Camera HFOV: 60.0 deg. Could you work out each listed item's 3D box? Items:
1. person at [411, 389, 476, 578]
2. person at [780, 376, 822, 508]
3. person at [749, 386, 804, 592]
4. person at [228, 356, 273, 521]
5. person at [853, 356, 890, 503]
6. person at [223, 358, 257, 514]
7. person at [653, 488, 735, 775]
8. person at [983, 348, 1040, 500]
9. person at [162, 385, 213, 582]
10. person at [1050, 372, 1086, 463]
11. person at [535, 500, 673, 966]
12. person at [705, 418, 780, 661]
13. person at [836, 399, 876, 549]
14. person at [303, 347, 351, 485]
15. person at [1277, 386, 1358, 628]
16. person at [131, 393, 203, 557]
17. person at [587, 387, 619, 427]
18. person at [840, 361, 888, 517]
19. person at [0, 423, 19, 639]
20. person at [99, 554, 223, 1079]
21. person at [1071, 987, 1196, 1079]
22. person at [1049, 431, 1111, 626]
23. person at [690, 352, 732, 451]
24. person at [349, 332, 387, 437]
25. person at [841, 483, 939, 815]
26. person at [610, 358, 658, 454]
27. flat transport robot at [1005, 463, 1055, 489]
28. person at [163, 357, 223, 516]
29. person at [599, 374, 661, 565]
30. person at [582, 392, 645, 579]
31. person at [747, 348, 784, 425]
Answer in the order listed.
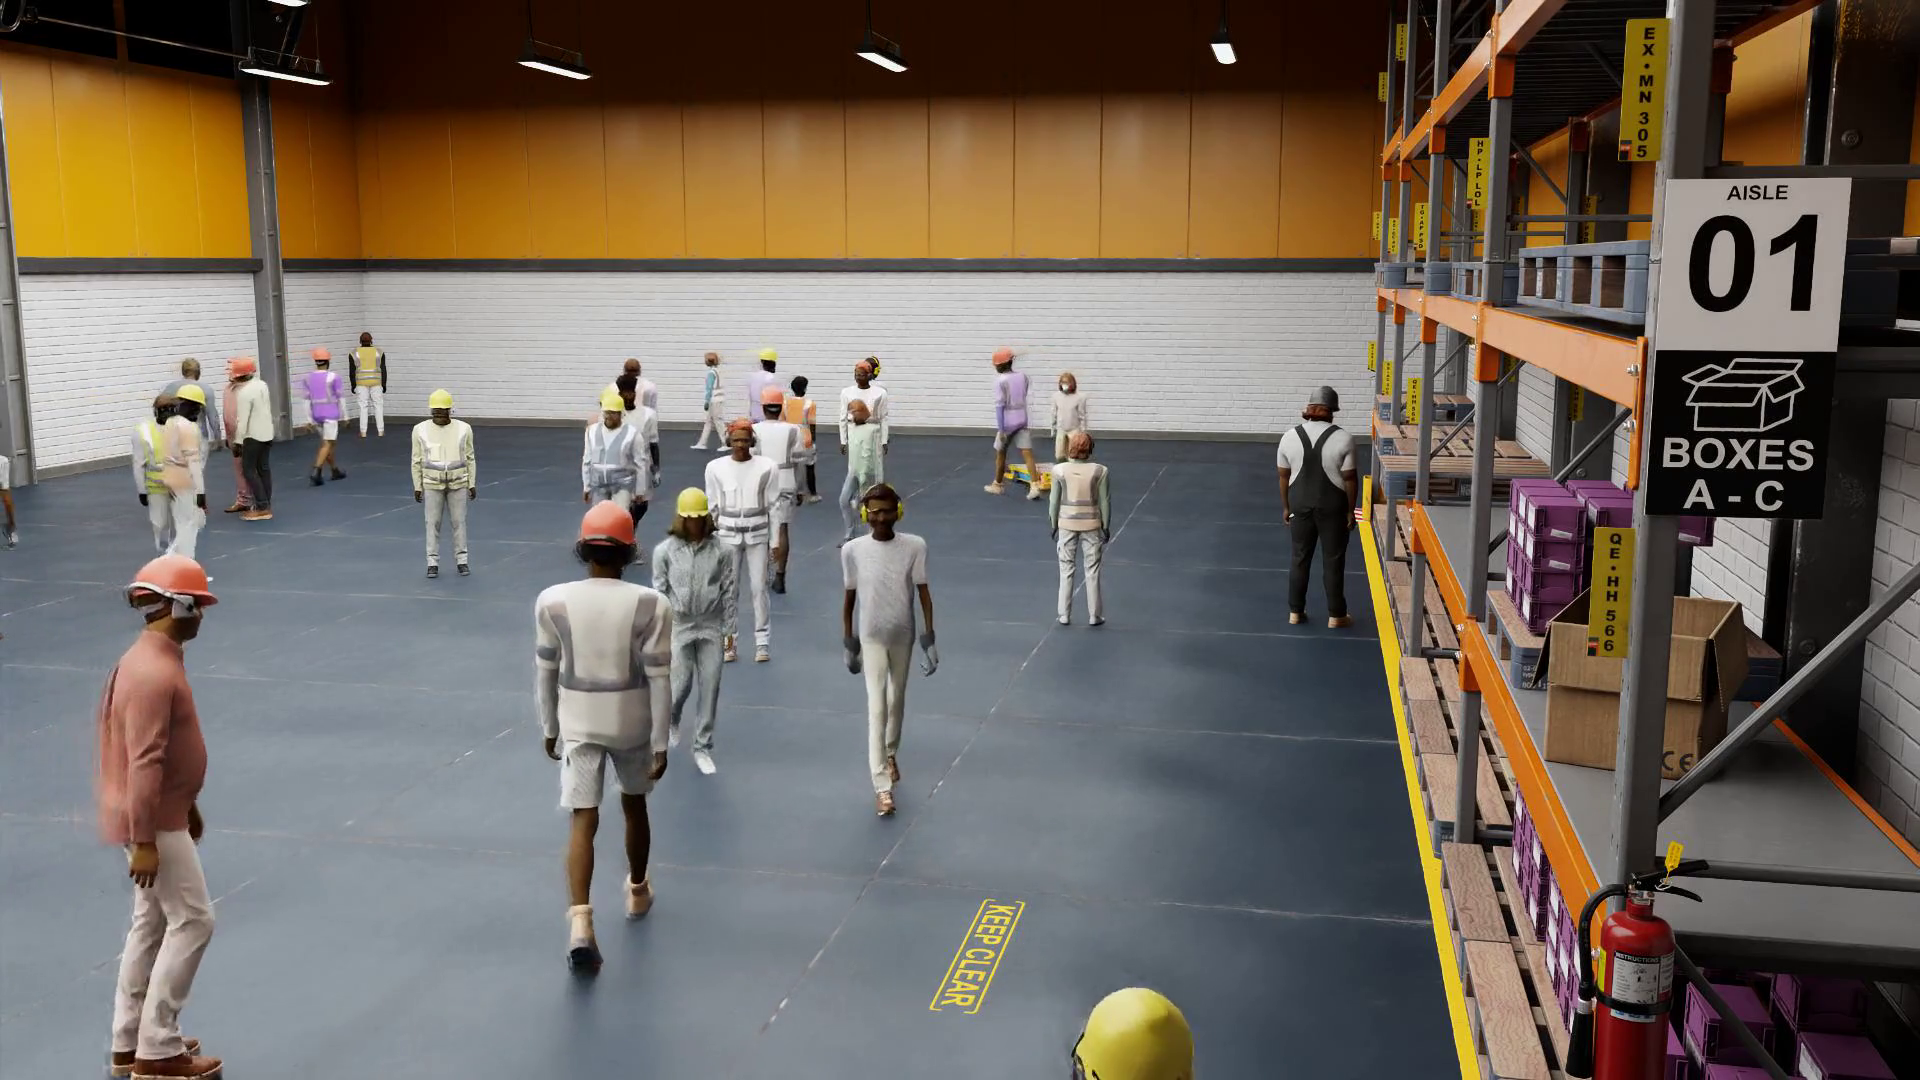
[{"bbox_3d":[-5.003,-0.549,16.152,0.602,1.828,0.404,-4,10,-22],"label":"person"},{"bbox_3d":[-2.032,-1.225,20.790,0.534,1.645,0.901,3,10,19],"label":"person"},{"bbox_3d":[-1.758,-0.501,15.662,0.571,1.889,0.986,-2,10,-11],"label":"person"},{"bbox_3d":[-8.349,-1.204,19.762,0.418,1.951,0.703,1,10,8],"label":"person"},{"bbox_3d":[-1.127,-1.389,21.092,0.519,1.873,0.335,4,10,25],"label":"person"},{"bbox_3d":[-8.728,-1.261,20.215,0.644,1.907,0.400,6,11,31],"label":"person"},{"bbox_3d":[-1.607,0.522,10.023,0.484,1.725,0.516,-4,10,-20],"label":"person"},{"bbox_3d":[0.681,-1.501,21.500,0.638,1.969,1.084,-6,11,-33],"label":"person"},{"bbox_3d":[-7.353,-0.529,15.849,0.472,1.889,0.703,-9,13,-43],"label":"person"},{"bbox_3d":[1.467,-1.445,22.193,0.506,1.610,0.512,4,10,21],"label":"person"},{"bbox_3d":[-1.571,0.833,7.349,0.612,2.010,1.000,-1,9,-6],"label":"person"},{"bbox_3d":[-1.656,0.004,12.706,0.570,1.878,0.361,-1,9,-4],"label":"person"},{"bbox_3d":[-1.094,-0.684,17.600,0.563,1.613,0.503,-7,12,-35],"label":"person"},{"bbox_3d":[-8.814,-1.720,23.027,0.546,1.901,0.959,2,10,14],"label":"person"},{"bbox_3d":[3.034,-0.292,13.975,0.676,2.000,0.536,6,11,31],"label":"person"},{"bbox_3d":[-7.691,-0.535,16.172,0.616,1.812,0.878,-5,11,-29],"label":"person"},{"bbox_3d":[-3.781,-0.795,17.951,0.524,1.726,0.887,-5,10,-26],"label":"person"},{"bbox_3d":[-1.143,-1.186,19.834,0.578,1.882,0.346,0,9,2],"label":"person"},{"bbox_3d":[-7.875,-0.078,13.320,0.567,1.830,0.458,-2,10,-12],"label":"person"},{"bbox_3d":[-2.992,1.038,6.245,0.544,1.944,0.657,-5,11,-28],"label":"person"},{"bbox_3d":[0.251,1.638,3.234,0.544,1.739,0.638,-2,10,-11],"label":"person"},{"bbox_3d":[1.007,-0.089,13.959,0.523,1.638,0.311,2,10,10],"label":"person"},{"bbox_3d":[-4.036,-2.233,26.958,0.709,1.604,0.539,0,9,0],"label":"person"},{"bbox_3d":[-10.421,-2.738,29.308,0.630,1.843,0.429,-4,10,-24],"label":"person"},{"bbox_3d":[-0.408,0.573,9.438,0.512,1.823,0.980,-2,10,-12],"label":"person"},{"bbox_3d":[-4.202,-1.426,21.452,0.623,1.829,0.446,-1,10,-9],"label":"person"},{"bbox_3d":[1.184,-0.895,22.925,0.652,0.197,1.431,-3,10,-20],"label":"flat transport robot"},{"bbox_3d":[-9.198,-1.244,20.075,0.652,1.915,0.686,1,10,8],"label":"person"},{"bbox_3d":[-3.393,-0.751,17.052,0.614,1.942,0.835,-4,10,-25],"label":"person"},{"bbox_3d":[-3.356,-0.546,16.197,0.596,1.814,0.749,2,10,10],"label":"person"},{"bbox_3d":[-2.569,-1.658,22.644,0.841,1.897,0.604,-8,12,-39],"label":"person"}]
